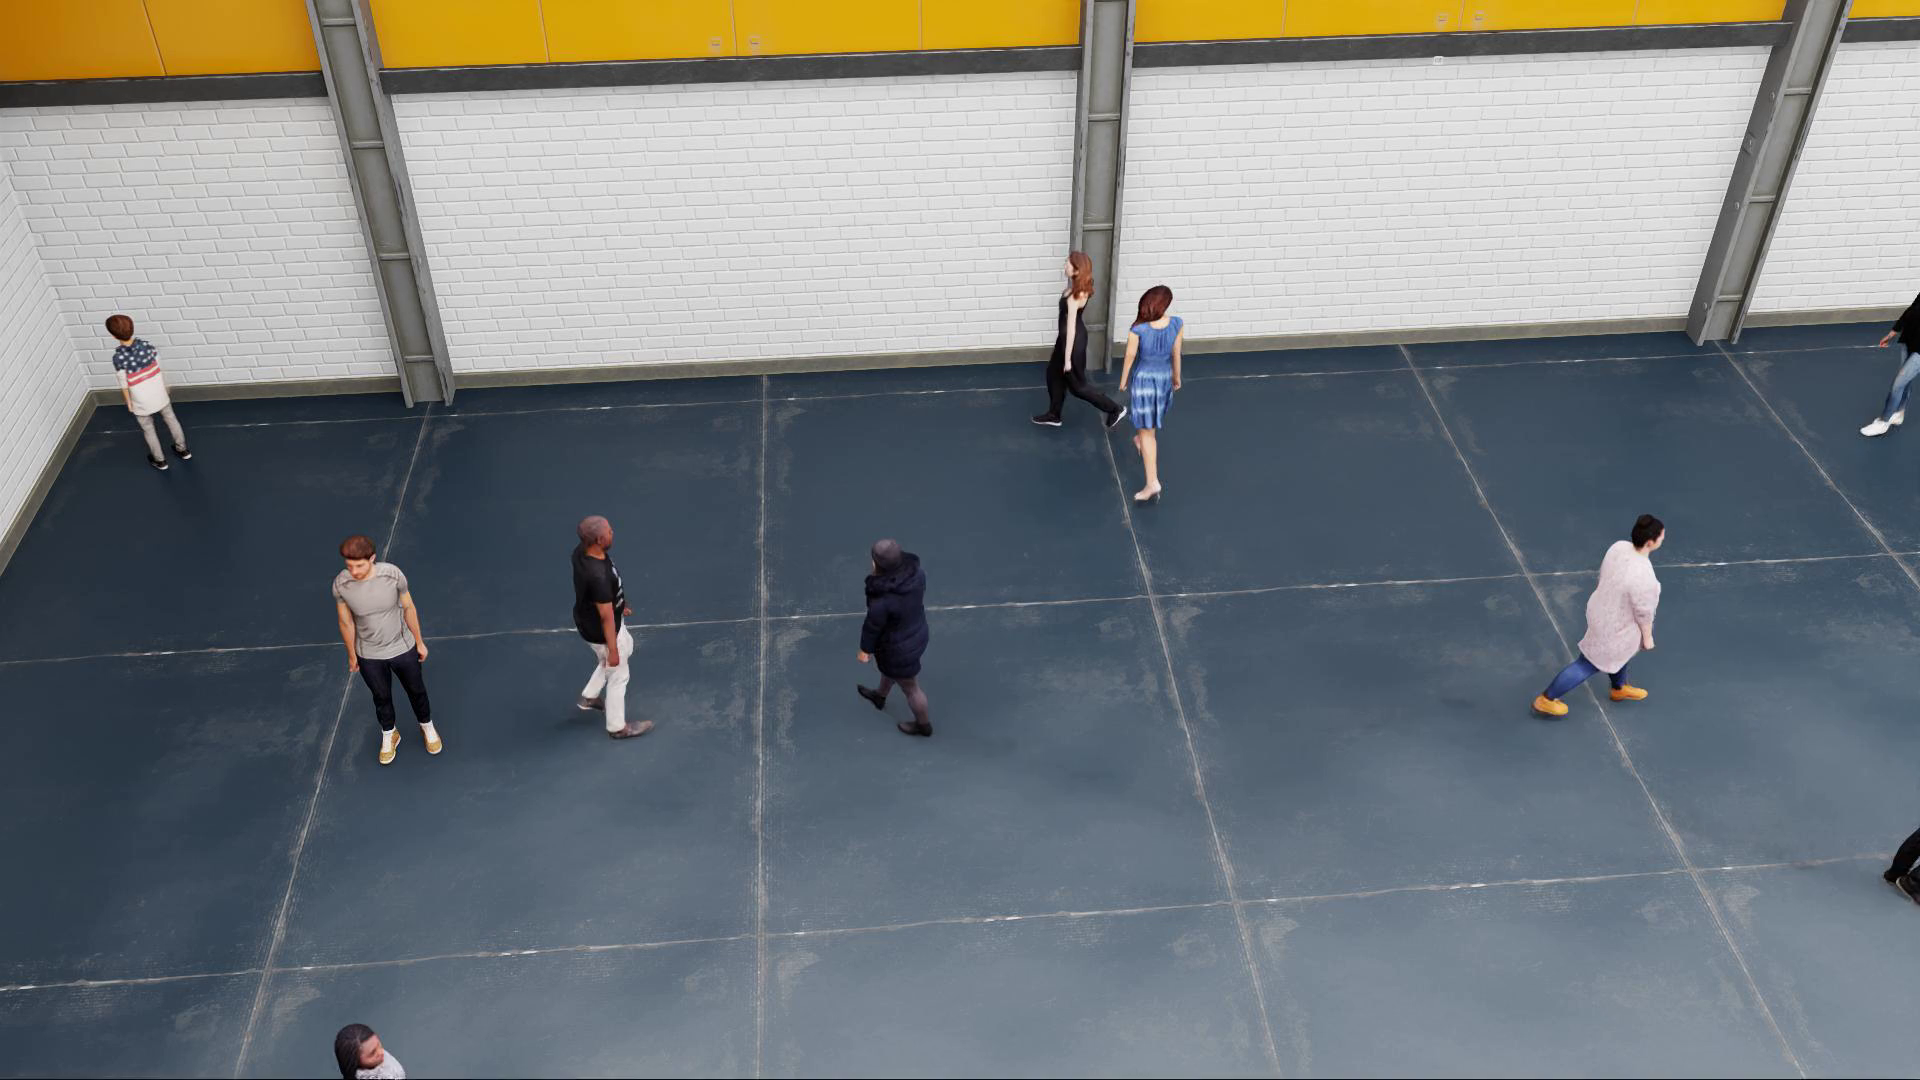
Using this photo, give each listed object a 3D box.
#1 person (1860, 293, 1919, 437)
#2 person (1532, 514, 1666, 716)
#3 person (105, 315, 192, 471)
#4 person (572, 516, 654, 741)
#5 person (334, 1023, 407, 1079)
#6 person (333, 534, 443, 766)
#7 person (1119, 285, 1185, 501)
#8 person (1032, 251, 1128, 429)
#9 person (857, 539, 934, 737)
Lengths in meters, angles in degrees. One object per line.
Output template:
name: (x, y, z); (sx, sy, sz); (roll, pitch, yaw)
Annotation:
person: (8.243, -1.657, 14.204); (0.716, 1.633, 0.590); (-5, 39, -6)
person: (4.391, 0.564, 11.365); (1.119, 1.705, 0.764); (1, 39, 1)
person: (-6.772, -1.251, 13.850); (0.650, 1.441, 0.591); (27, 46, 29)
person: (-2.484, 0.601, 11.252); (0.848, 1.790, 0.798); (-13, 40, -15)
person: (-2.950, 2.995, 8.336); (1.181, 1.687, 0.668); (1, 39, 1)
person: (-3.820, 0.694, 11.058); (0.547, 1.887, 0.759); (-10, 40, -13)
person: (1.573, -1.165, 13.491); (1.129, 1.754, 0.999); (-20, 43, -23)
person: (1.049, -1.651, 14.124); (1.105, 1.724, 0.733); (4, 39, 6)
person: (-0.340, 0.698, 11.246); (1.057, 1.644, 0.960); (17, 42, 20)
